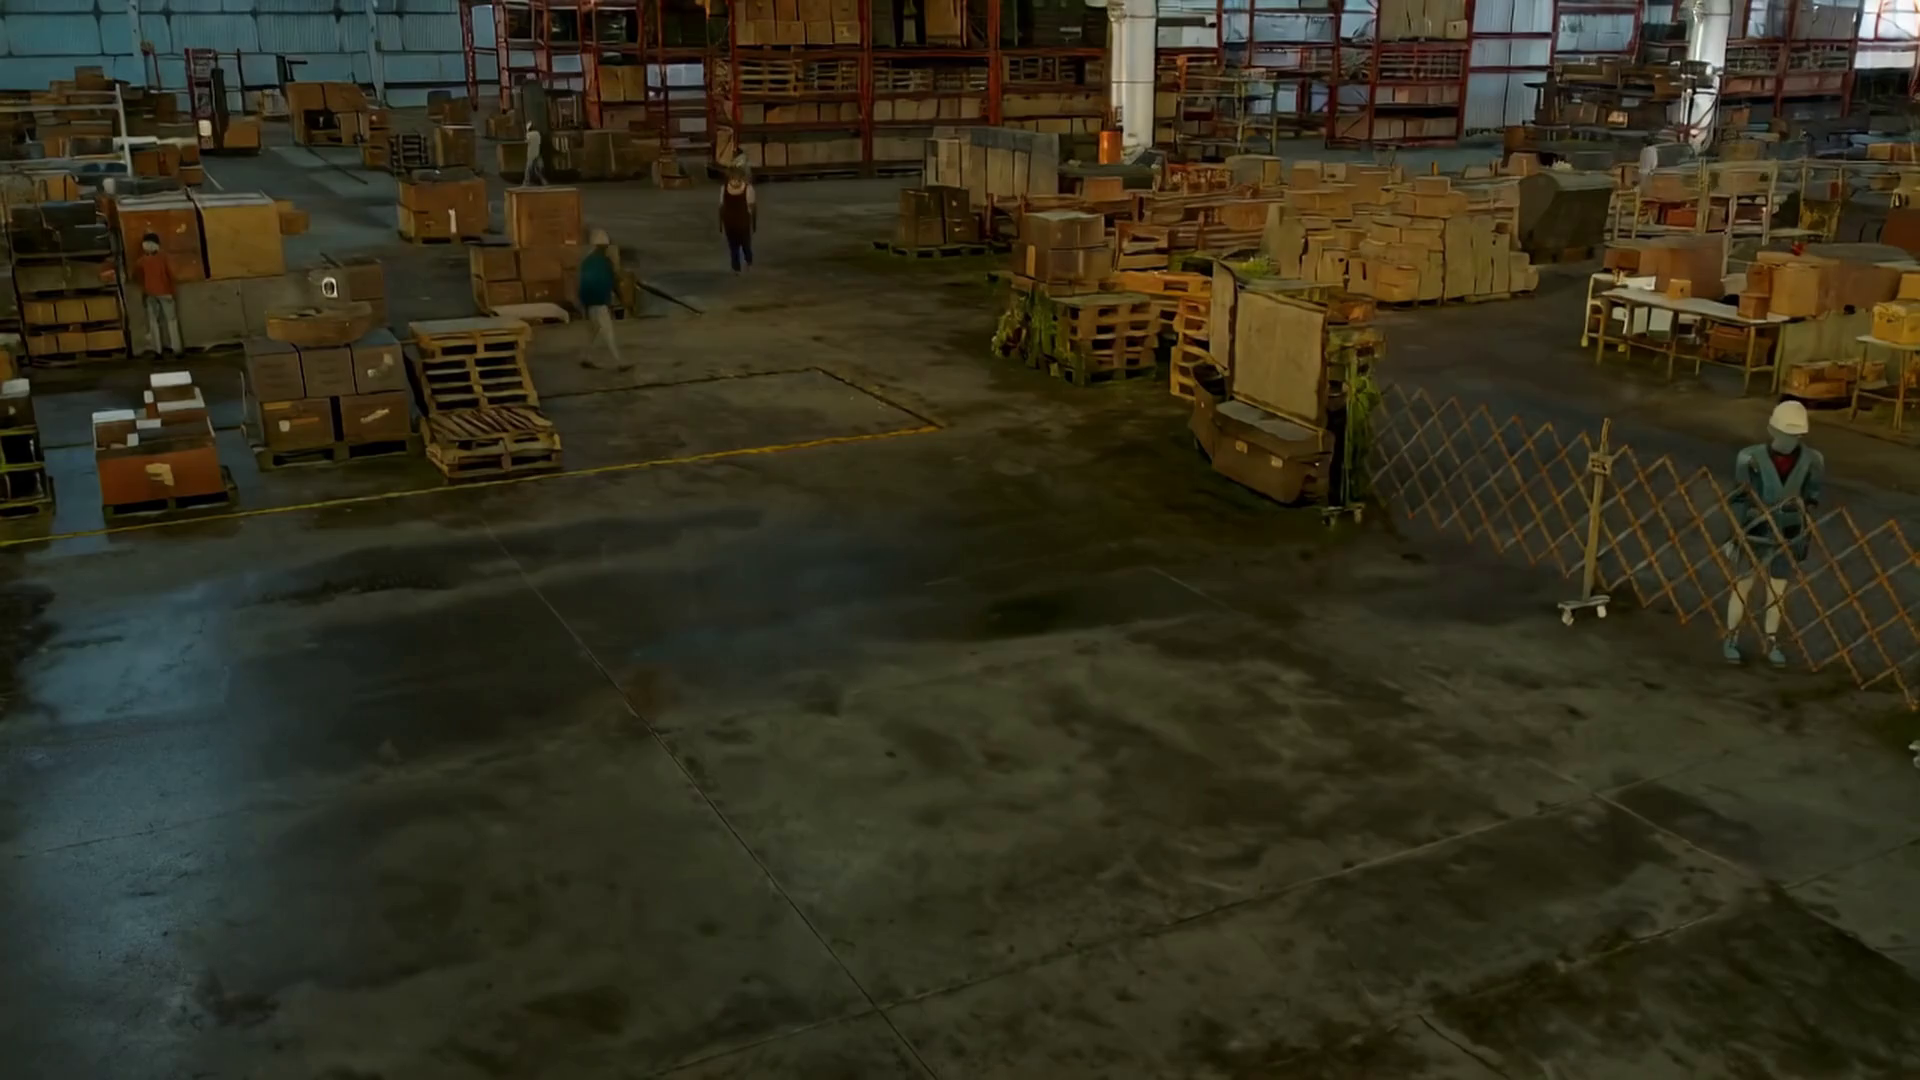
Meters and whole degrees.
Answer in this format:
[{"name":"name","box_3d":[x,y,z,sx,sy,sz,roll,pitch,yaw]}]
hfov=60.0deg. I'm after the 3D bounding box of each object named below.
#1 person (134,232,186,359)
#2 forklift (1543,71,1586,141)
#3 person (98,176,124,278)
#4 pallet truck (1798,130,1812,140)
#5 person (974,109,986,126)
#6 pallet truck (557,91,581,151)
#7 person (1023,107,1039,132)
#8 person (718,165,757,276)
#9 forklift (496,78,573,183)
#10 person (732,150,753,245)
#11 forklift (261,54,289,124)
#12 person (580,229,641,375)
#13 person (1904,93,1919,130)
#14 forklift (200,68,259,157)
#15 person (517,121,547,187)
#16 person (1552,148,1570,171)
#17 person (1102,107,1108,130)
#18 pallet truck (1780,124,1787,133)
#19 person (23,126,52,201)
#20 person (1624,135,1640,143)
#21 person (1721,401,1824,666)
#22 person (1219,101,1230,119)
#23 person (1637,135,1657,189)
[{"name":"person","box_3d":[-11.204,-3.416,23.280,0.533,1.768,0.310,-4,18,-13]},{"name":"forklift","box_3d":[18.685,-13.231,52.085,1.873,2.768,1.129,-9,20,-26]},{"name":"person","box_3d":[-15.249,-5.627,30.046,0.735,1.849,0.522,8,20,24]},{"name":"pallet truck","box_3d":[25.526,-11.556,49.408,1.630,1.274,0.653,-9,20,-26]},{"name":"person","box_3d":[0.558,-12.649,52.174,0.538,1.695,0.320,4,18,13]},{"name":"pallet truck","box_3d":[-13.495,-14.412,57.188,0.823,1.965,1.885,-3,18,-9]},{"name":"person","box_3d":[2.261,-13.094,53.562,0.535,1.699,0.318,6,19,18]},{"name":"person","box_3d":[-4.079,-5.836,30.383,0.713,2.000,0.539,3,18,9]},{"name":"forklift","box_3d":[-12.064,-11.549,46.839,1.873,2.768,1.129,-9,20,-26]},{"name":"person","box_3d":[-4.535,-7.098,34.498,0.373,1.928,0.543,14,22,36]},{"name":"forklift","box_3d":[-28.612,-19.104,70.392,1.873,2.768,1.129,-9,20,-26]},{"name":"person","box_3d":[-4.766,-3.194,22.307,1.008,1.935,0.620,4,18,14]},{"name":"person","box_3d":[32.539,-14.289,56.897,0.908,1.953,0.627,-11,21,-31]},{"name":"forklift","box_3d":[-24.369,-14.147,54.940,1.873,2.768,1.129,-9,20,-26]},{"name":"person","box_3d":[-11.546,-10.363,44.855,0.973,1.813,0.557,8,20,25]},{"name":"person","box_3d":[13.607,-8.101,38.015,0.697,1.669,0.552,-7,19,-21]},{"name":"person","box_3d":[5.185,-14.194,56.841,0.641,1.799,0.963,6,19,17]},{"name":"pallet truck","box_3d":[25.206,-12.542,52.601,1.601,1.201,0.680,0,18,-2]},{"name":"person","box_3d":[-22.782,-9.223,41.060,0.368,1.966,0.603,8,20,24]},{"name":"person","box_3d":[22.030,-13.462,54.436,1.053,1.878,0.622,-7,19,-21]},{"name":"person","box_3d":[6.007,-0.040,12.324,0.605,2.034,0.397,3,18,11]},{"name":"person","box_3d":[9.574,-15.314,60.592,0.515,1.620,0.368,-8,20,-24]},{"name":"person","box_3d":[16.698,-8.939,40.460,0.503,1.788,0.615,-2,18,-7]}]
